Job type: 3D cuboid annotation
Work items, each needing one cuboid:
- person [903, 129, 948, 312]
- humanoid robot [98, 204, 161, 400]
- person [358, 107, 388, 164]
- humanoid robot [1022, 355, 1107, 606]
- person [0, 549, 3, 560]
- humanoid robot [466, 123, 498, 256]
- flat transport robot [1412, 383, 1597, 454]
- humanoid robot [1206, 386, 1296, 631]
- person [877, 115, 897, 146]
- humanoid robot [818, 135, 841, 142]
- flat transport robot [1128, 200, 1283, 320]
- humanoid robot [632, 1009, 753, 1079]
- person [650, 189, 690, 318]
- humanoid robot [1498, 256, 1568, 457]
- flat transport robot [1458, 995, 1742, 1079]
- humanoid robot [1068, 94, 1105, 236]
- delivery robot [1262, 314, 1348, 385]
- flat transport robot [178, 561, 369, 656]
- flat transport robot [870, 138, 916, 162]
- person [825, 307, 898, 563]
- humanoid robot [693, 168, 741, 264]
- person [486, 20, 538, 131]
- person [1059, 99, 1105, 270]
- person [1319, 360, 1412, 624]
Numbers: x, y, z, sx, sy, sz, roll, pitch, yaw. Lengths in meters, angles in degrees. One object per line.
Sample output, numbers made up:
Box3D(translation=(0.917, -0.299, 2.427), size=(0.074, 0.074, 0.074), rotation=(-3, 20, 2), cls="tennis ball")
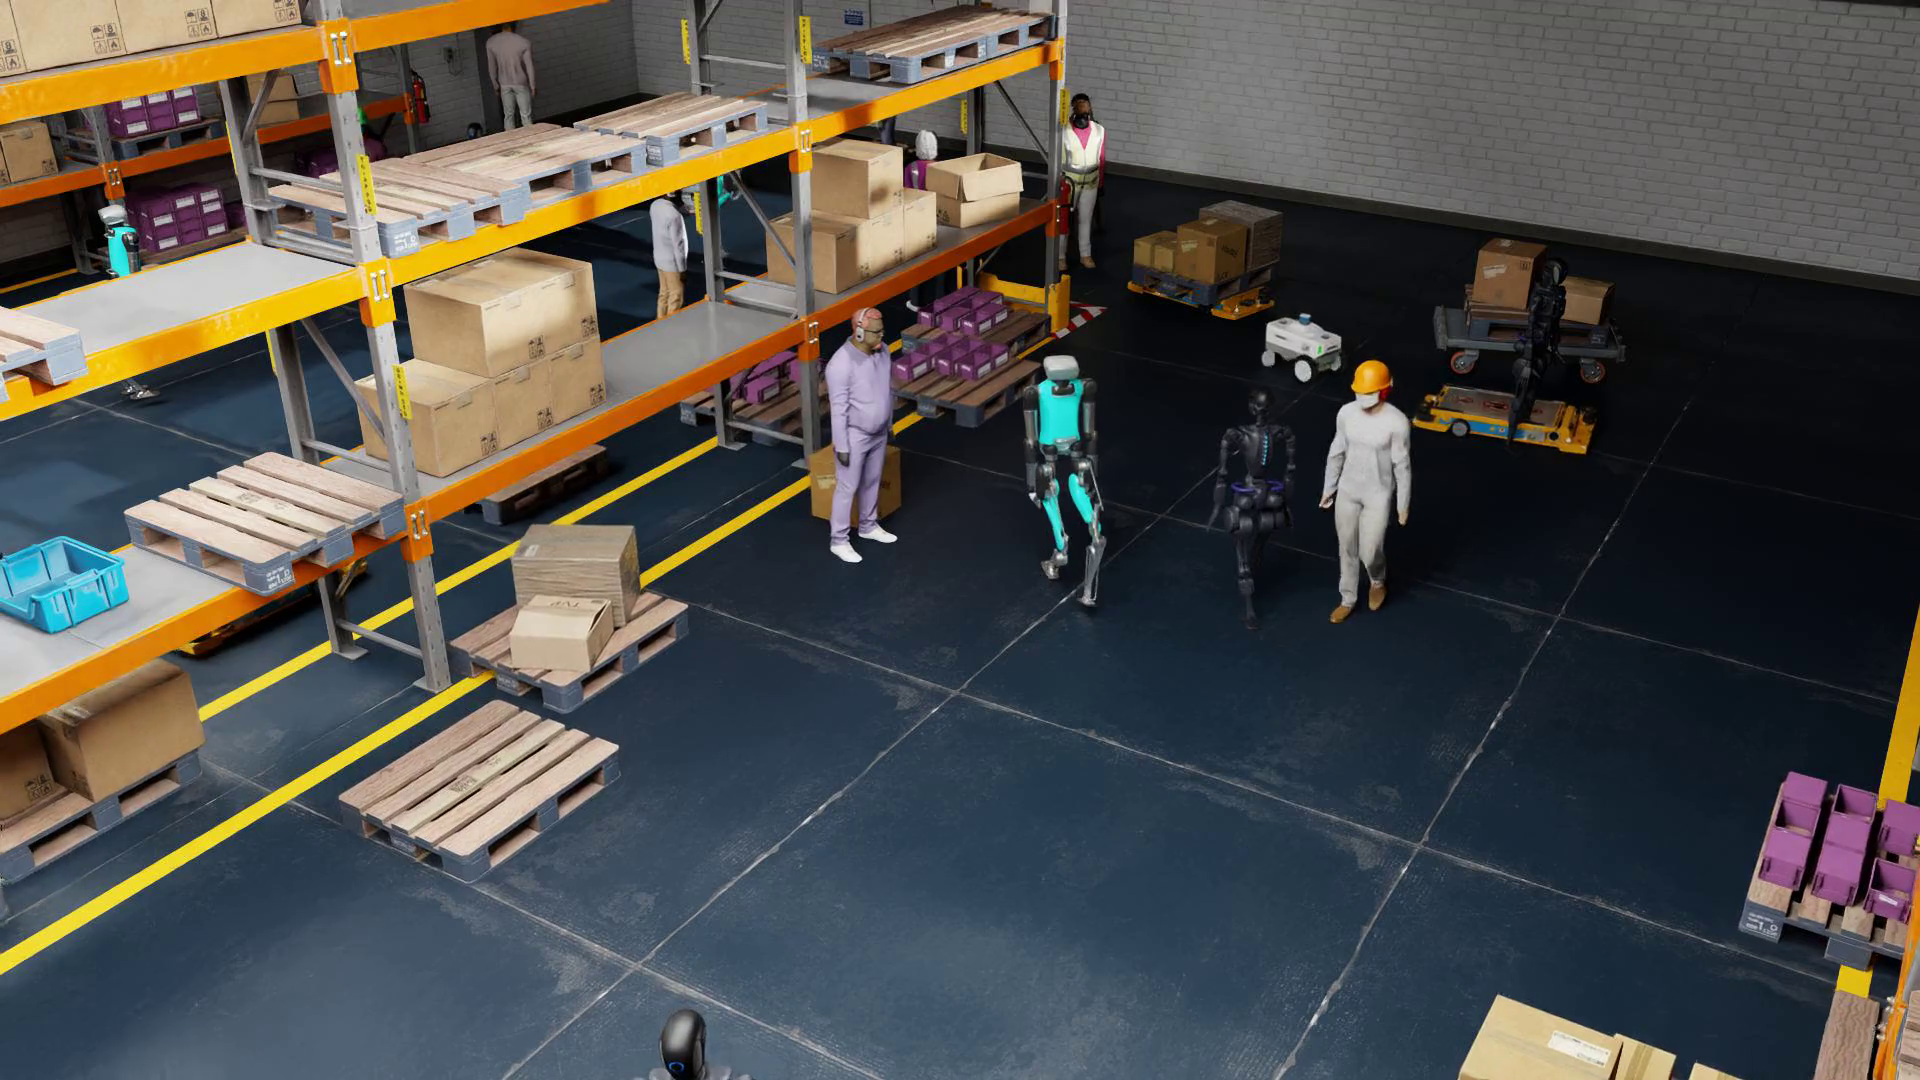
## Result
Box3D(translation=(-0.338, -3.224, 16.821), size=(0.507, 1.837, 0.354), rotation=(-6, 28, -12), cls="person")
Box3D(translation=(-7.379, -2.016, 14.401), size=(0.735, 1.677, 0.533), rotation=(-23, 35, -37), cls="humanoid robot")
Box3D(translation=(-6.217, -3.638, 17.566), size=(0.509, 1.901, 1.007), rotation=(5, 27, 11), cls="person")
Box3D(translation=(0.758, -0.315, 11.246), size=(0.541, 1.761, 1.029), rotation=(-7, 28, -14), cls="humanoid robot")
Box3D(translation=(-6.394, 0.025, 10.520), size=(0.577, 1.735, 0.386), rotation=(-11, 29, -21), cls="person")
Box3D(translation=(-5.158, -3.653, 17.877), size=(0.593, 1.628, 0.757), rotation=(0, 27, 0), cls="humanoid robot")
Box3D(translation=(4.667, -1.044, 14.256), size=(1.431, 0.231, 0.659), rotation=(12, 29, 22), cls="flat transport robot")
Box3D(translation=(1.941, -0.248, 11.156), size=(0.609, 1.634, 0.668), rotation=(-6, 27, -11), cls="humanoid robot")
Box3D(translation=(-0.953, -5.384, 21.296), size=(0.280, 1.632, 0.500), rotation=(6, 28, 13), cls="person")
Box3D(translation=(-1.412, -3.123, 16.790), size=(0.705, 1.855, 0.534), rotation=(-23, 35, -38), cls="humanoid robot")
Box3D(translation=(2.504, -2.601, 17.323), size=(0.659, 0.231, 1.431), rotation=(-24, 35, -38), cls="flat transport robot")
Box3D(translation=(-0.911, 2.354, 6.014), size=(0.587, 1.645, 0.452), rotation=(-1, 27, -2), cls="humanoid robot")
Box3D(translation=(-2.716, -2.664, 15.815), size=(0.348, 1.746, 0.571), rotation=(-15, 31, -27), cls="person")
Box3D(translation=(4.733, -1.518, 13.617), size=(0.315, 1.657, 0.599), rotation=(24, 35, 39), cls="humanoid robot")
Box3D(translation=(2.658, 2.666, 6.944), size=(0.659, 0.231, 1.431), rotation=(16, 31, 28), cls="flat transport robot")
Box3D(translation=(1.404, -4.289, 19.117), size=(0.702, 1.632, 0.601), rotation=(-19, 32, -32), cls="humanoid robot")
Box3D(translation=(3.193, -1.783, 15.416), size=(0.499, 0.614, 0.808), rotation=(-19, 33, -33), cls="delivery robot")
Box3D(translation=(-4.894, 0.341, 11.527), size=(0.659, 0.231, 1.431), rotation=(16, 31, 28), cls="flat transport robot")
Box3D(translation=(-1.137, -5.084, 22.216), size=(0.659, 0.231, 1.431), rotation=(10, 28, 18), cls="flat transport robot")
Box3D(translation=(-0.677, -0.764, 11.921), size=(0.406, 1.895, 0.658), rotation=(18, 32, 31), cls="person")
Box3D(translation=(-2.743, -3.888, 18.226), size=(0.885, 1.764, 0.591), rotation=(-17, 31, -29), cls="humanoid robot")
Box3D(translation=(-6.011, -6.124, 22.426), size=(0.627, 1.936, 0.373), rotation=(2, 27, 4), cls="person")
Box3D(translation=(1.288, -3.853, 18.061), size=(0.620, 1.837, 0.430), rotation=(-7, 28, -13), cls="person")
Box3D(translation=(2.688, -0.314, 11.040), size=(0.596, 1.879, 0.436), rotation=(20, 33, 34), cls="person")
